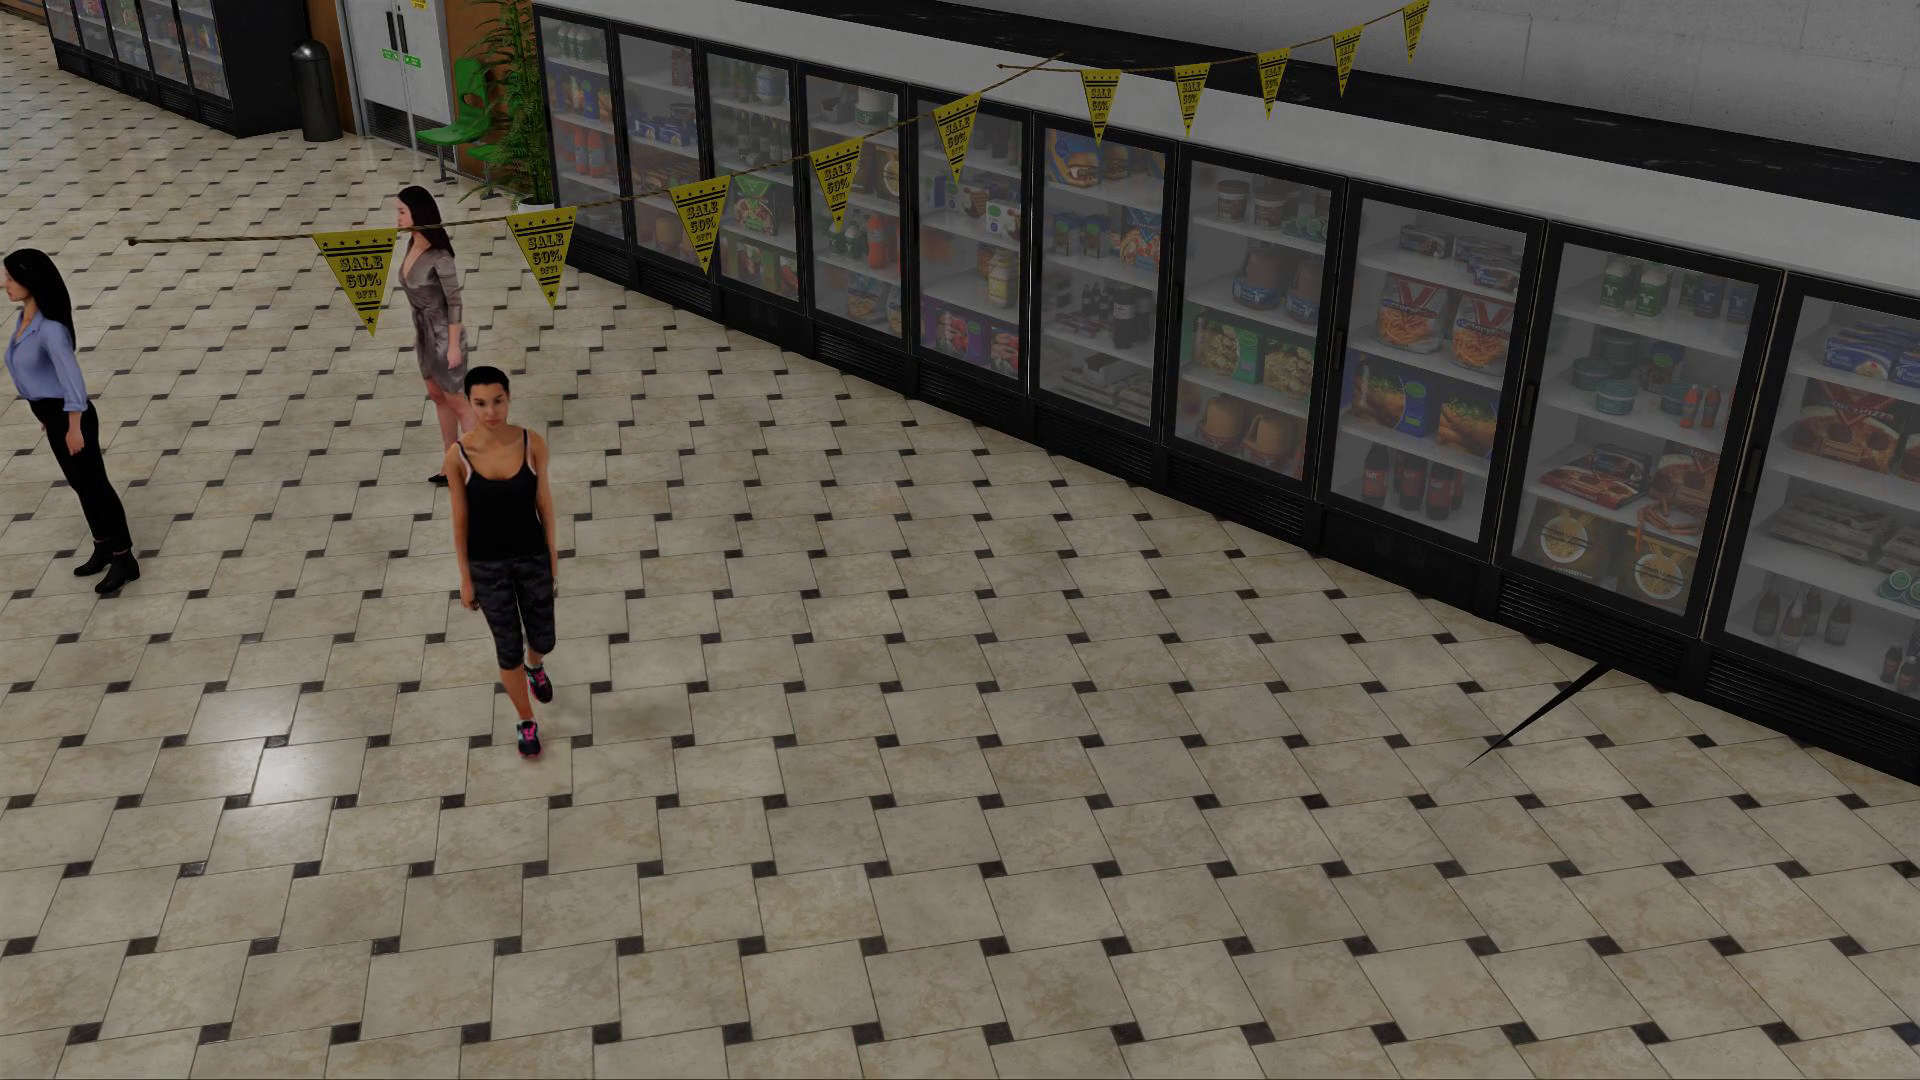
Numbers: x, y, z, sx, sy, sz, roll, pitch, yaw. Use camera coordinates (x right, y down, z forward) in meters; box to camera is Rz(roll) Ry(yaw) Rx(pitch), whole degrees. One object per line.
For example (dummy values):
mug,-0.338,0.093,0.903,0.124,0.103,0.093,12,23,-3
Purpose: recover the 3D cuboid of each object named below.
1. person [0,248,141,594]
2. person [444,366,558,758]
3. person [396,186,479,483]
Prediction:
person,-4.362,-0.576,8.144,0.531,1.743,0.639,-23,35,-38
person,-1.887,0.065,6.910,0.773,1.715,0.792,-9,28,-18
person,-2.862,-1.092,9.160,0.507,1.745,0.585,-23,35,-38
